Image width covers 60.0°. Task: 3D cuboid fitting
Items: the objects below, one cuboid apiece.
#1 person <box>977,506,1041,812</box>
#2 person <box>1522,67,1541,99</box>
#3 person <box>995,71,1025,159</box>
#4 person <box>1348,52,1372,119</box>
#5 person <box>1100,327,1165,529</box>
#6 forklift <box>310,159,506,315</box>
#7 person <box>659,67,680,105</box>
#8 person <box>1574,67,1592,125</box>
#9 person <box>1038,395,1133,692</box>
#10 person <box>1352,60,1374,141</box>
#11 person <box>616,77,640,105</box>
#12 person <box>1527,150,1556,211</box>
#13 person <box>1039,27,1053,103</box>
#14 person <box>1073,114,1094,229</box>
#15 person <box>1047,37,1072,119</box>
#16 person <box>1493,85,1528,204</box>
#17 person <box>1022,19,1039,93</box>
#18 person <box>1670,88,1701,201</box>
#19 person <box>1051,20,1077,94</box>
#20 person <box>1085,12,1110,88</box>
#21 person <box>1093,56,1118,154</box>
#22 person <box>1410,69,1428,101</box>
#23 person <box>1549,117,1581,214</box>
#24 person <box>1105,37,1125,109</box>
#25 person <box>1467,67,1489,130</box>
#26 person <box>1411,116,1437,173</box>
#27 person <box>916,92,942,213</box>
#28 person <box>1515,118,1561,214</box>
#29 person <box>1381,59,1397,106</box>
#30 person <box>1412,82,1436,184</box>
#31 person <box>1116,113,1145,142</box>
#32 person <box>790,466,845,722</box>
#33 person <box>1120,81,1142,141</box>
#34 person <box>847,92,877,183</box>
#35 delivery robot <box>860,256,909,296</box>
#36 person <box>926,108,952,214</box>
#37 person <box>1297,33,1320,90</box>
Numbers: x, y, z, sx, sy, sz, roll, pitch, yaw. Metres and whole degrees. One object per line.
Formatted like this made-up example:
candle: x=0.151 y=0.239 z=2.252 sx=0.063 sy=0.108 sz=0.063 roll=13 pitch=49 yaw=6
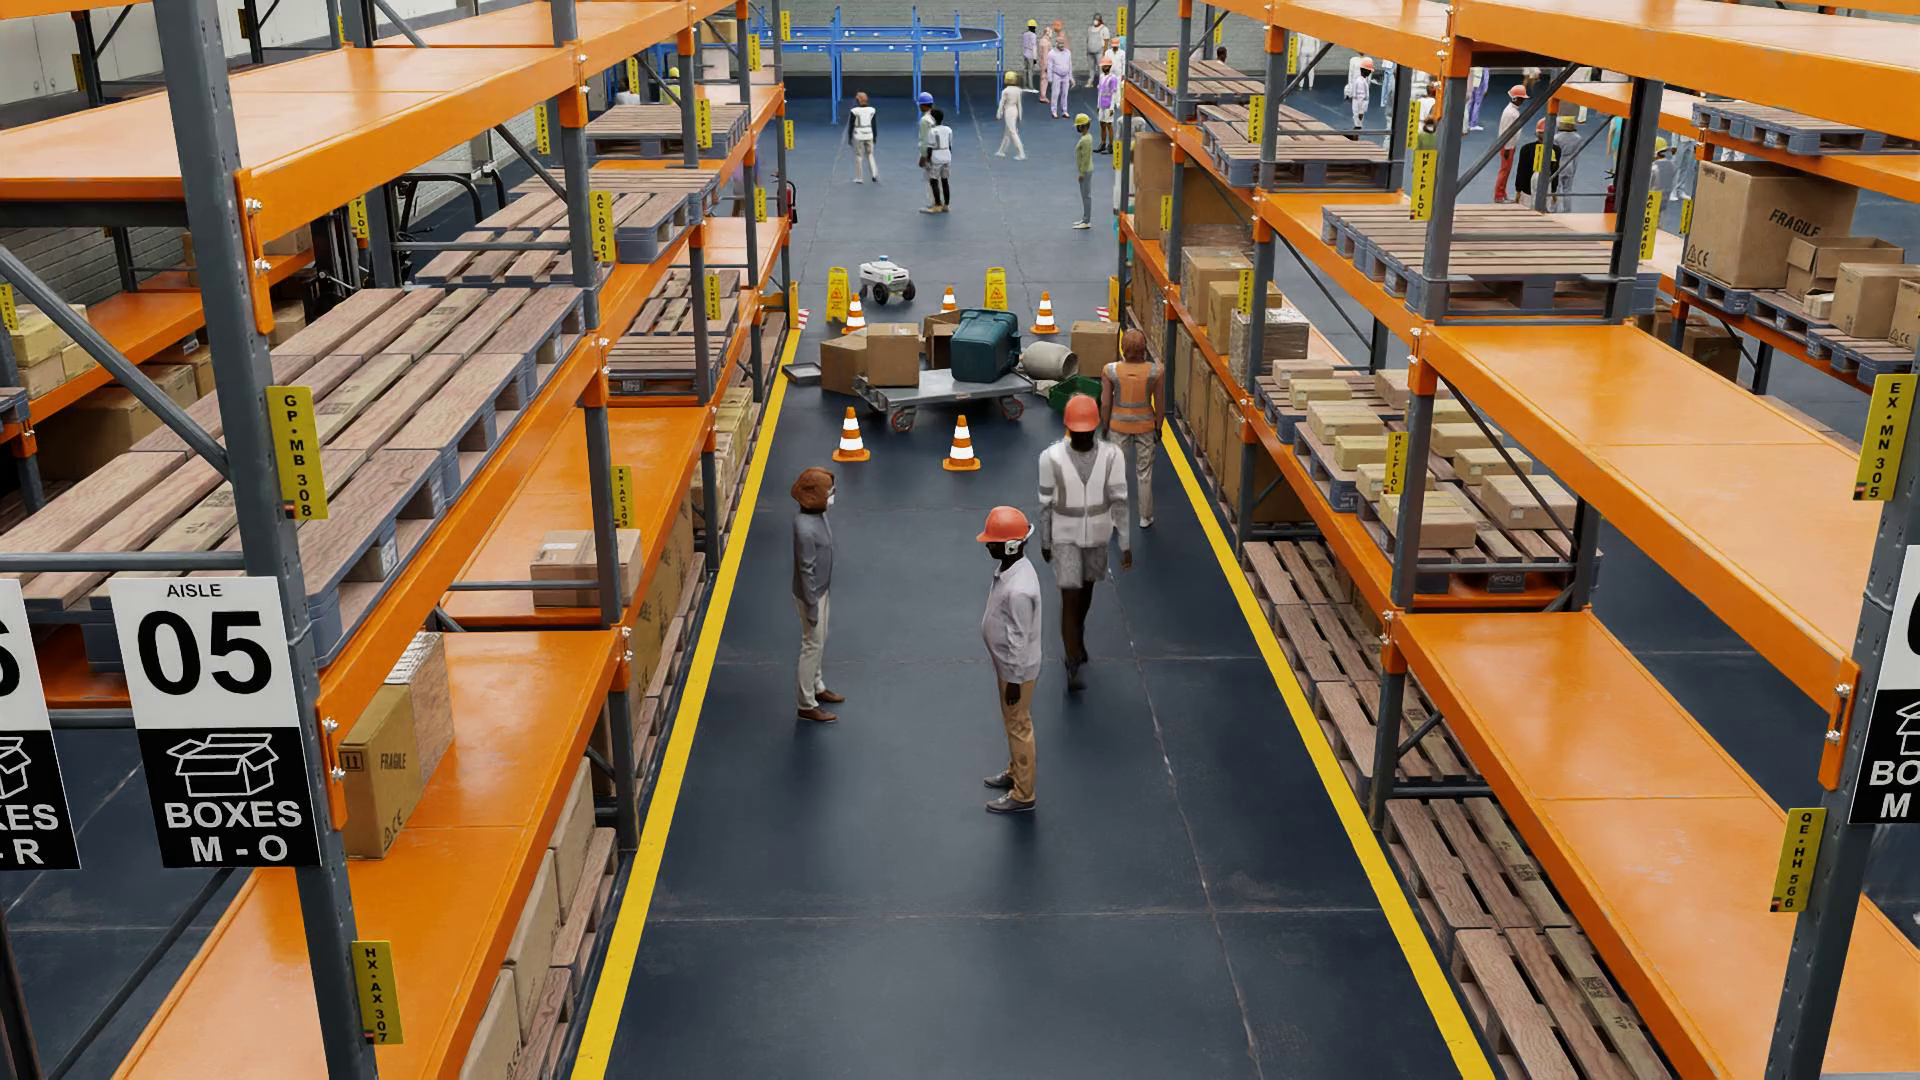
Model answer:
person: x=0.262 y=0.644 z=9.070 sx=0.345 sy=1.744 sz=0.557 roll=-2 pitch=21 yaw=-6
person: x=15.064 y=-12.578 z=43.759 sx=0.569 sy=1.923 sz=0.496 roll=-4 pitch=21 yaw=-11
person: x=1.021 y=-8.500 z=33.294 sx=0.896 sy=1.700 sz=0.501 roll=17 pitch=27 yaw=38
person: x=9.532 y=-10.953 z=39.706 sx=0.530 sy=1.755 sz=0.400 roll=5 pitch=21 yaw=12
person: x=1.368 y=-0.879 z=13.230 sx=0.514 sy=1.644 sz=0.307 roll=1 pitch=21 yaw=4
forklift: x=-5.622 y=-2.910 z=17.832 sx=2.313 sy=2.155 sz=1.214 roll=-1 pitch=21 yaw=-1
person: x=-5.473 y=-8.140 z=32.088 sx=0.607 sy=1.887 sz=0.977 roll=-1 pitch=21 yaw=-2
person: x=14.480 y=-10.478 z=38.632 sx=0.293 sy=1.623 sz=0.507 roll=13 pitch=24 yaw=31
person: x=0.792 y=0.005 z=10.546 sx=0.571 sy=1.883 sz=0.980 roll=-2 pitch=21 yaw=-6
person: x=8.033 y=-8.610 z=33.270 sx=0.371 sy=1.928 sz=0.543 roll=4 pitch=21 yaw=11
person: x=-6.203 y=-7.768 z=31.230 sx=0.522 sy=1.804 sz=1.027 roll=-4 pitch=21 yaw=-11
person: x=7.783 y=-4.391 z=22.376 sx=0.321 sy=1.740 sz=0.490 roll=14 pitch=25 yaw=32
person: x=2.241 y=-12.280 z=43.013 sx=0.404 sy=1.899 sz=0.646 roll=-1 pitch=21 yaw=-3
person: x=1.919 y=-5.752 z=25.952 sx=0.325 sy=1.760 sz=0.523 roll=3 pitch=21 yaw=8
person: x=2.389 y=-11.040 z=39.746 sx=0.648 sy=1.895 sz=0.402 roll=-10 pitch=23 yaw=-26
person: x=9.260 y=-6.641 z=27.997 sx=0.410 sy=1.980 sz=0.625 roll=9 pitch=22 yaw=22
person: x=1.926 y=-13.238 z=45.501 sx=0.384 sy=1.928 sz=0.589 roll=-11 pitch=23 yaw=-27
person: x=12.406 y=-6.795 z=28.480 sx=0.597 sy=1.921 sz=0.383 roll=-10 pitch=23 yaw=-25
person: x=2.785 y=-13.050 z=44.965 sx=0.694 sy=1.963 sz=0.635 roll=-2 pitch=21 yaw=-6
person: x=3.808 y=-13.728 z=46.640 sx=0.682 sy=2.000 sz=0.537 roll=15 pitch=25 yaw=35
person: x=2.961 y=-8.858 z=33.910 sx=0.356 sy=1.937 sz=0.552 roll=-11 pitch=24 yaw=-28
person: x=10.030 y=-9.912 z=36.788 sx=0.595 sy=1.867 sz=0.423 roll=-12 pitch=24 yaw=-29
person: x=9.478 y=-5.833 z=26.189 sx=0.491 sy=1.741 sz=0.319 roll=-4 pitch=21 yaw=-9
person: x=3.868 y=-11.697 z=41.680 sx=0.563 sy=1.744 sz=0.336 roll=5 pitch=21 yaw=13
person: x=11.722 y=-10.251 z=37.643 sx=0.415 sy=1.907 sz=0.593 roll=-10 pitch=23 yaw=-24
person: x=7.709 y=-6.203 z=27.398 sx=0.559 sy=1.574 sz=0.855 roll=2 pitch=21 yaw=5
person: x=-0.512 y=-6.362 z=27.320 sx=0.422 sy=1.939 sz=0.622 roll=6 pitch=22 yaw=17
person: x=8.128 y=-4.929 z=23.445 sx=0.611 sy=1.996 sz=0.379 roll=-1 pitch=21 yaw=-2
person: x=10.903 y=-11.942 z=42.106 sx=0.397 sy=1.911 sz=0.587 roll=-8 pitch=22 yaw=-21
person: x=8.367 y=-7.284 z=29.877 sx=0.395 sy=1.847 sz=0.564 roll=-6 pitch=22 yaw=-16
person: x=2.899 y=-6.670 z=28.415 sx=0.491 sy=1.735 sz=0.326 roll=2 pitch=21 yaw=5
person: x=-0.877 y=0.324 z=10.080 sx=0.283 sy=1.624 sz=0.509 roll=1 pitch=21 yaw=3
person: x=3.409 y=-8.581 z=33.332 sx=0.566 sy=1.833 sz=0.400 roll=-16 pitch=26 yaw=-36
person: x=-1.778 y=-7.298 z=30.212 sx=0.540 sy=1.632 sz=0.388 roll=-12 pitch=24 yaw=-28
delivery robot: x=-0.968 y=-3.387 z=21.243 sx=0.477 sy=0.478 sz=0.707 roll=-14 pitch=25 yaw=-33
person: x=-0.343 y=-6.208 z=27.253 sx=0.336 sy=1.688 sz=0.588 roll=17 pitch=26 yaw=37
person: x=9.651 y=-13.496 z=46.171 sx=0.631 sy=1.939 sz=0.372 roll=3 pitch=21 yaw=7
